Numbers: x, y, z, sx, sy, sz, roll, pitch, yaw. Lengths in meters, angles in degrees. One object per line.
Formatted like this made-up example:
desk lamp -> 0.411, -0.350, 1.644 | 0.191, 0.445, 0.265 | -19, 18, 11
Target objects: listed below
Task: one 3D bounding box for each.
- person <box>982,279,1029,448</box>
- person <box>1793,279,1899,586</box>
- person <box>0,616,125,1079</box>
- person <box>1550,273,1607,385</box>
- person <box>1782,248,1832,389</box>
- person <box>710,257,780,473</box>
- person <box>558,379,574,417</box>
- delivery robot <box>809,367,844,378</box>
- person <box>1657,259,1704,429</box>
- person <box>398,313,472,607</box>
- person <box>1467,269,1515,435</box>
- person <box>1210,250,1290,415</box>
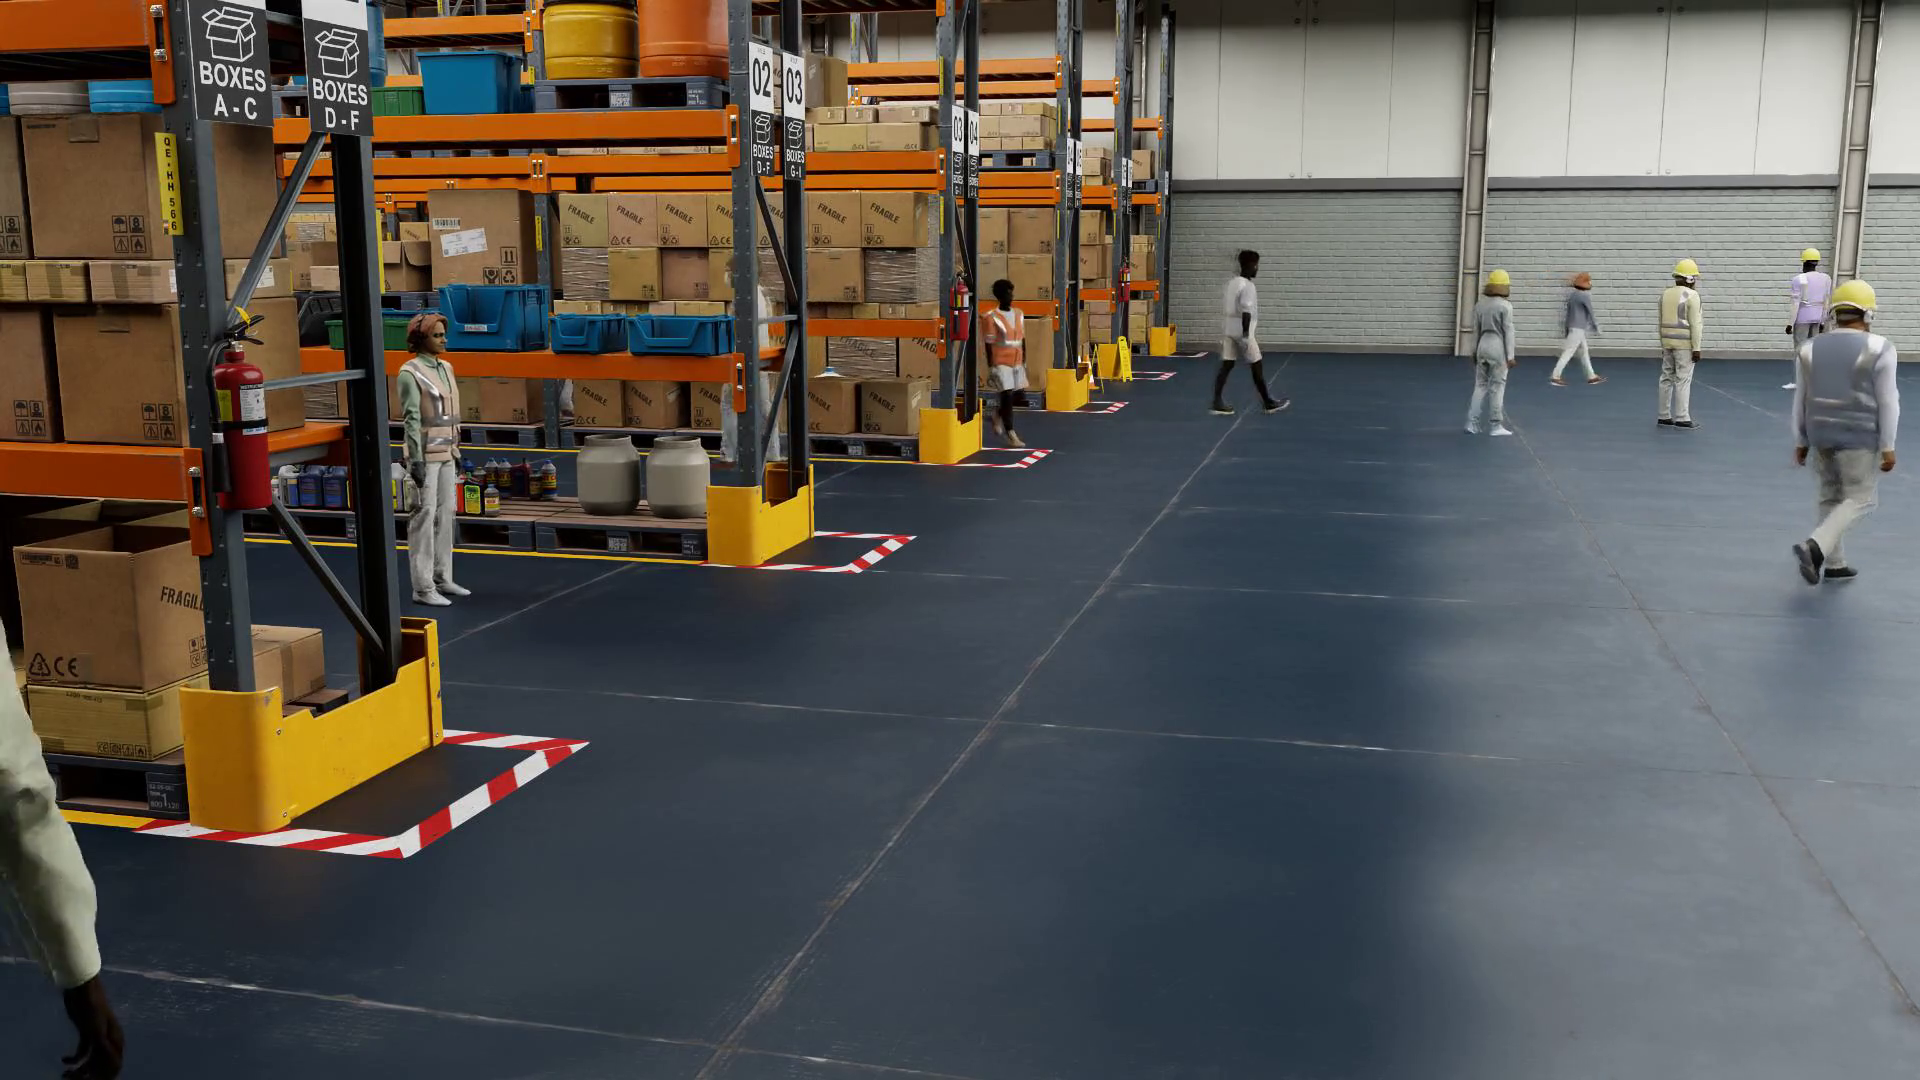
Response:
person -> 0.418, -1.753, 16.492 | 0.553, 1.666, 0.556 | -9, 14, -41
person -> 5.133, -0.606, 9.710 | 0.687, 1.813, 0.603 | -6, 12, -29
person -> -1.436, 0.675, 2.244 | 0.995, 1.942, 0.651 | 4, 11, 21
person -> 8.730, -2.960, 23.402 | 0.876, 1.584, 0.494 | -1, 10, -4
person -> 11.585, -3.016, 22.763 | 0.587, 1.928, 0.363 | -3, 11, -14
person -> -1.959, -1.532, 14.582 | 0.845, 1.907, 0.656 | 1, 10, 4
person -> -4.510, -2.294, 19.058 | 0.435, 1.823, 0.648 | 0, 10, 1
delivery robot -> -1.530, -1.788, 19.501 | 0.707, 0.478, 0.477 | 3, 11, 16
person -> 7.829, -2.118, 18.045 | 0.404, 1.836, 0.590 | -3, 11, -17
person -> -2.964, -0.450, 9.363 | 0.315, 1.638, 0.540 | 2, 10, 9
person -> 5.597, -1.959, 17.438 | 0.309, 1.749, 0.493 | -6, 12, -30
person -> 3.378, -2.418, 19.453 | 0.985, 1.912, 0.626 | -3, 11, -15
